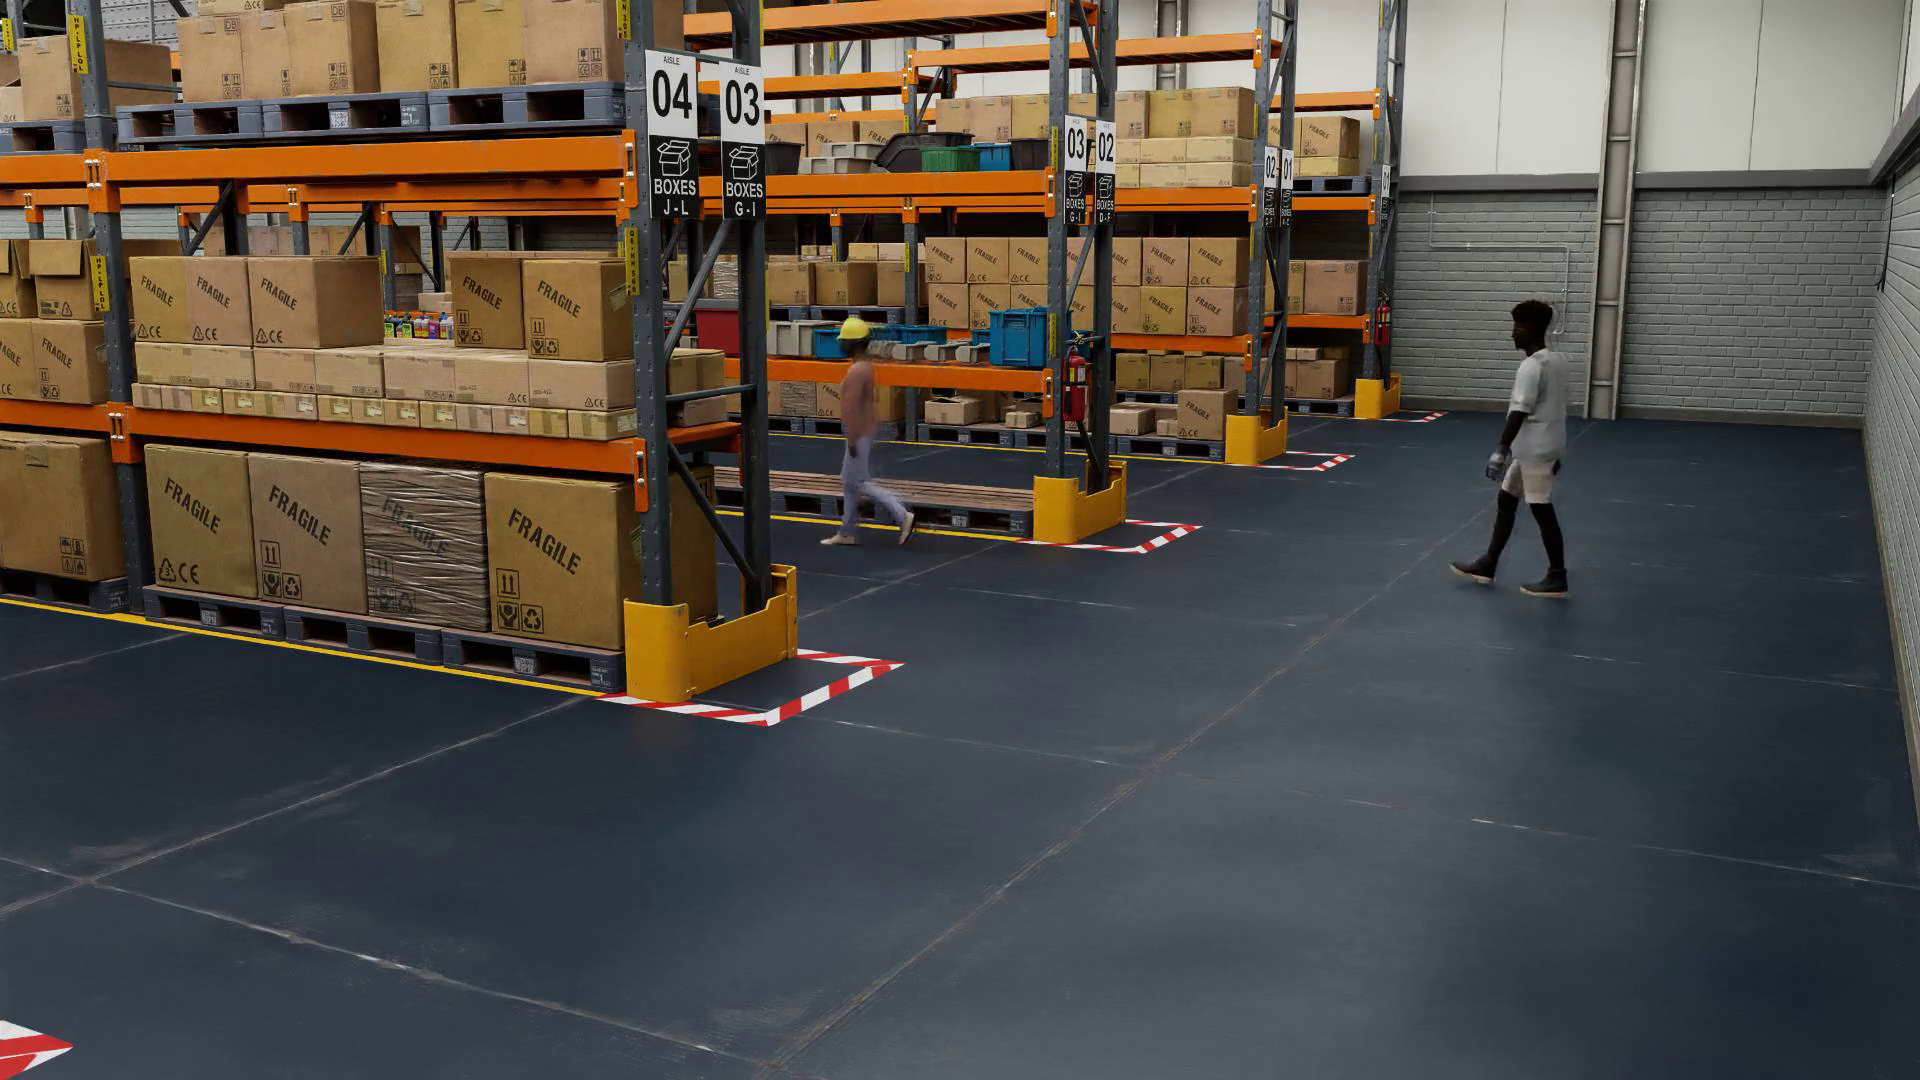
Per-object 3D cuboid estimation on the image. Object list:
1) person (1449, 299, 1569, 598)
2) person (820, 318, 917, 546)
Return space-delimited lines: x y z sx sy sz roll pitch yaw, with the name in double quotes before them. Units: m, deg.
"person" 3.619 -0.599 10.906 0.919 1.928 0.616 5 12 27
"person" -0.692 -0.791 12.475 0.713 1.746 0.528 2 11 9
